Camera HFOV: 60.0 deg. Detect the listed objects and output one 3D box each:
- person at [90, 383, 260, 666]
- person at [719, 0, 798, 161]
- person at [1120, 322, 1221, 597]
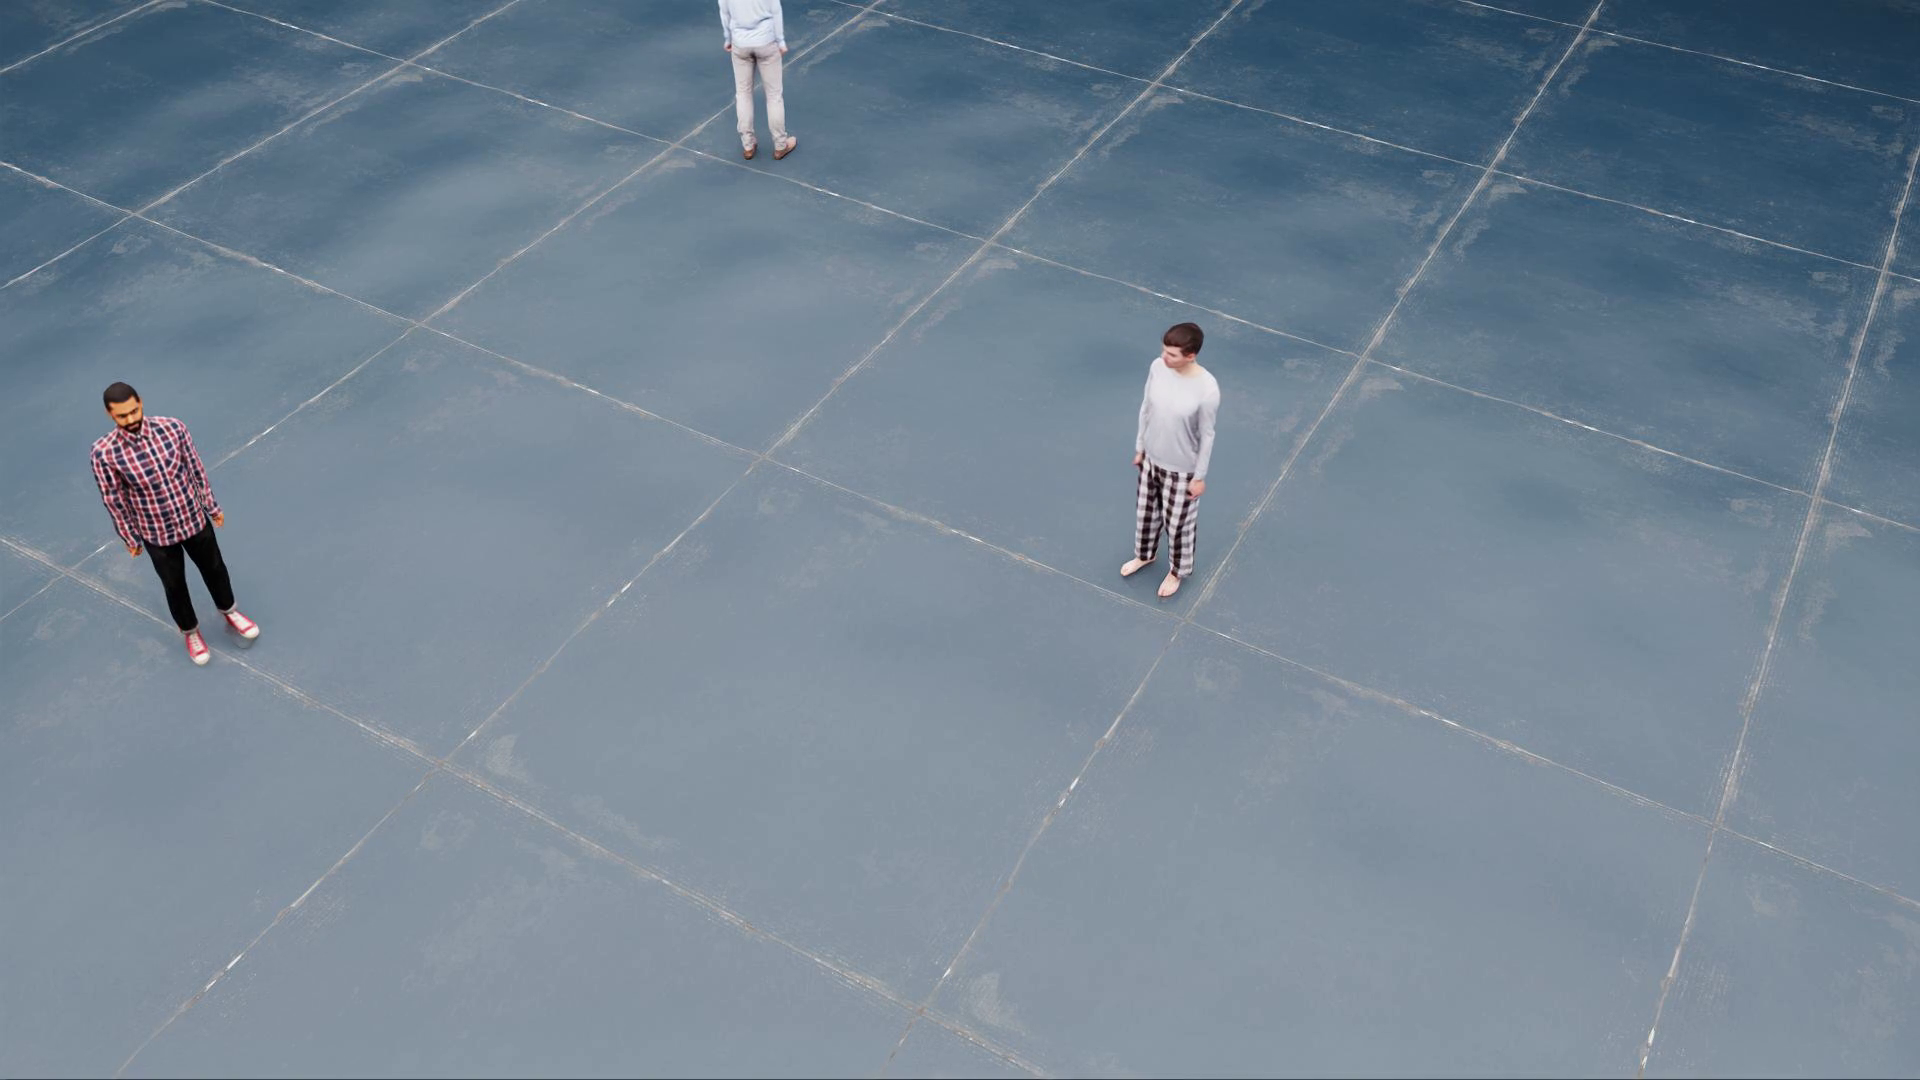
[{"bbox_3d":[-4.293,-0.121,9.049,0.662,1.761,0.822,-32,51,-30],"label":"person"},{"bbox_3d":[-1.621,-3.908,13.122,0.736,1.893,0.704,7,43,7],"label":"person"},{"bbox_3d":[1.204,-0.474,9.375,0.678,1.846,0.626,33,52,31],"label":"person"}]
